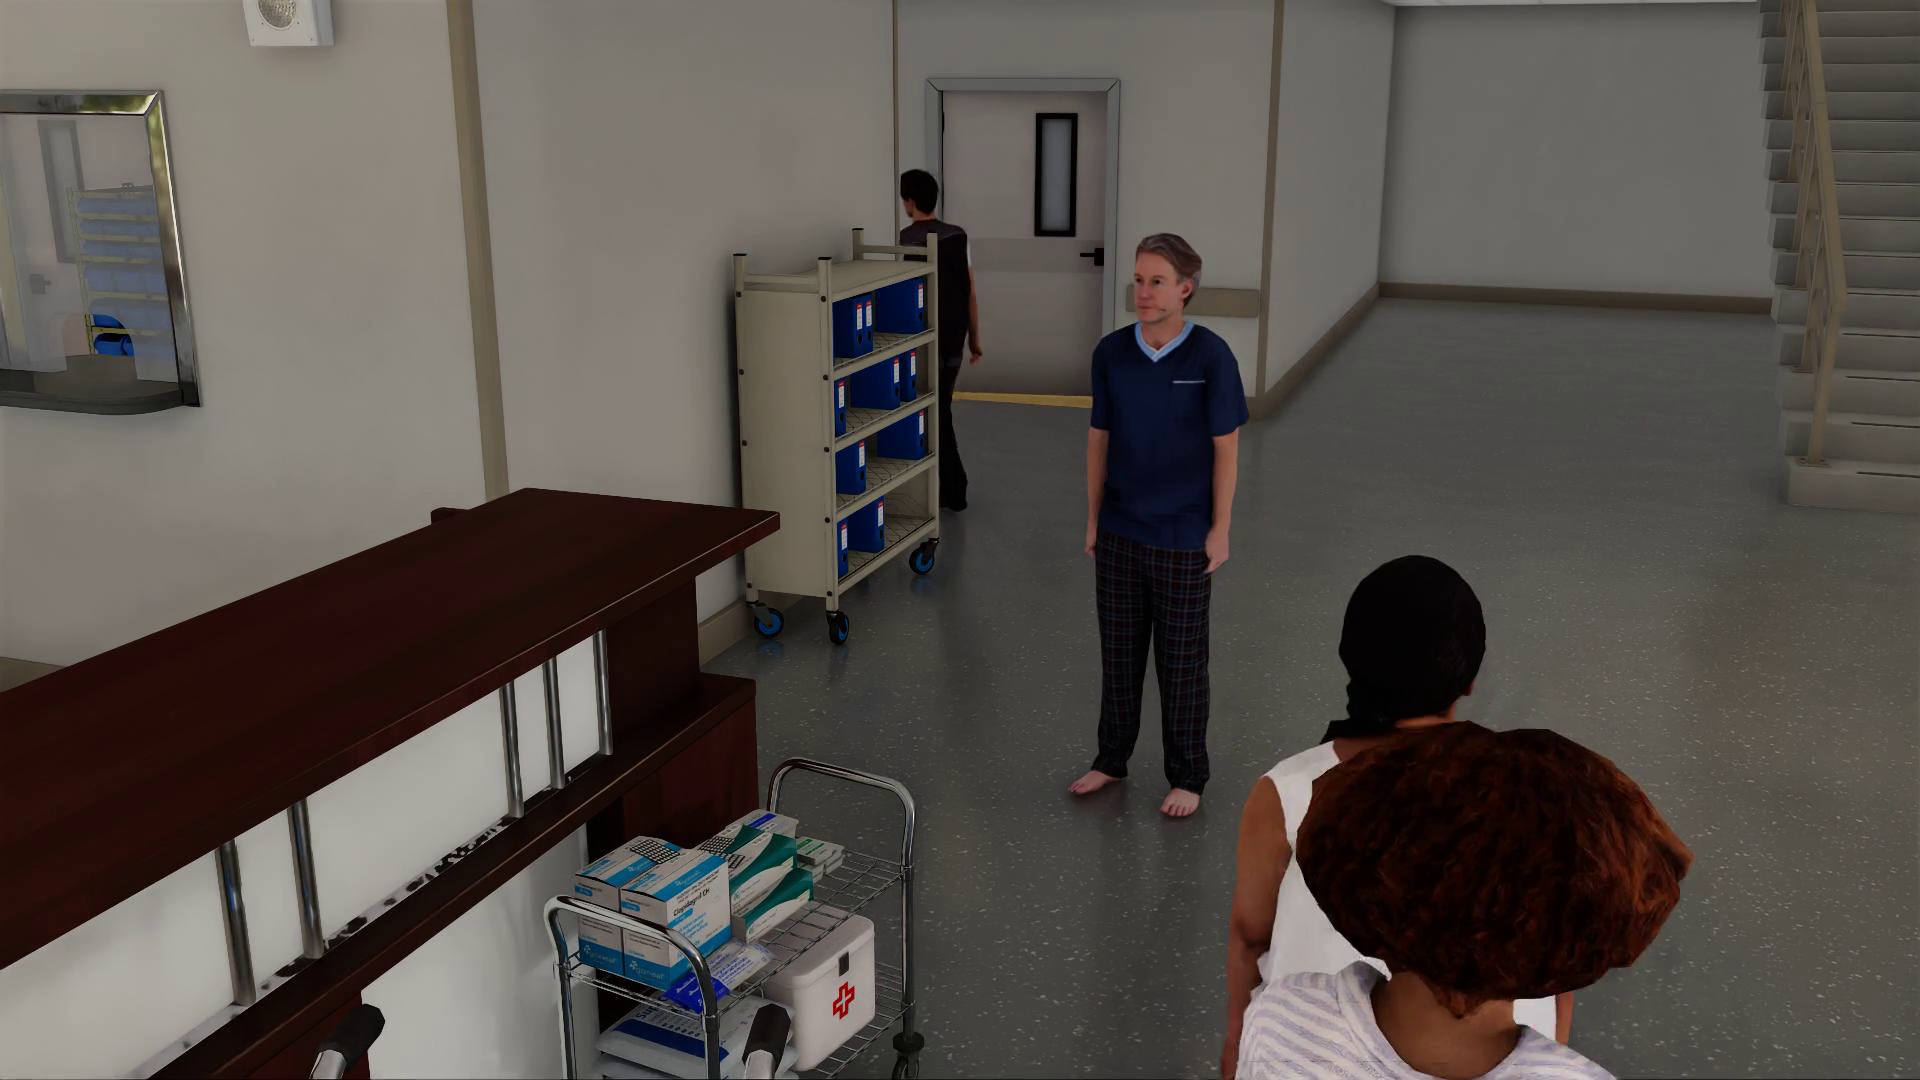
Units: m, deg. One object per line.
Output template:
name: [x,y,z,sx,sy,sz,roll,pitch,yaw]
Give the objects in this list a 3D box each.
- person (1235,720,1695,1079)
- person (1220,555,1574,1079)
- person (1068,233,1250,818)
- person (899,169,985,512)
person: [0.427,1.045,1.819,0.732,1.686,0.815,7,17,24]
person: [0.632,0.867,2.487,0.818,1.665,1.006,1,16,2]
person: [0.629,-0.039,5.324,0.692,1.871,0.585,8,18,28]
person: [-0.099,-1.044,8.979,1.069,1.821,1.112,-8,17,-25]
